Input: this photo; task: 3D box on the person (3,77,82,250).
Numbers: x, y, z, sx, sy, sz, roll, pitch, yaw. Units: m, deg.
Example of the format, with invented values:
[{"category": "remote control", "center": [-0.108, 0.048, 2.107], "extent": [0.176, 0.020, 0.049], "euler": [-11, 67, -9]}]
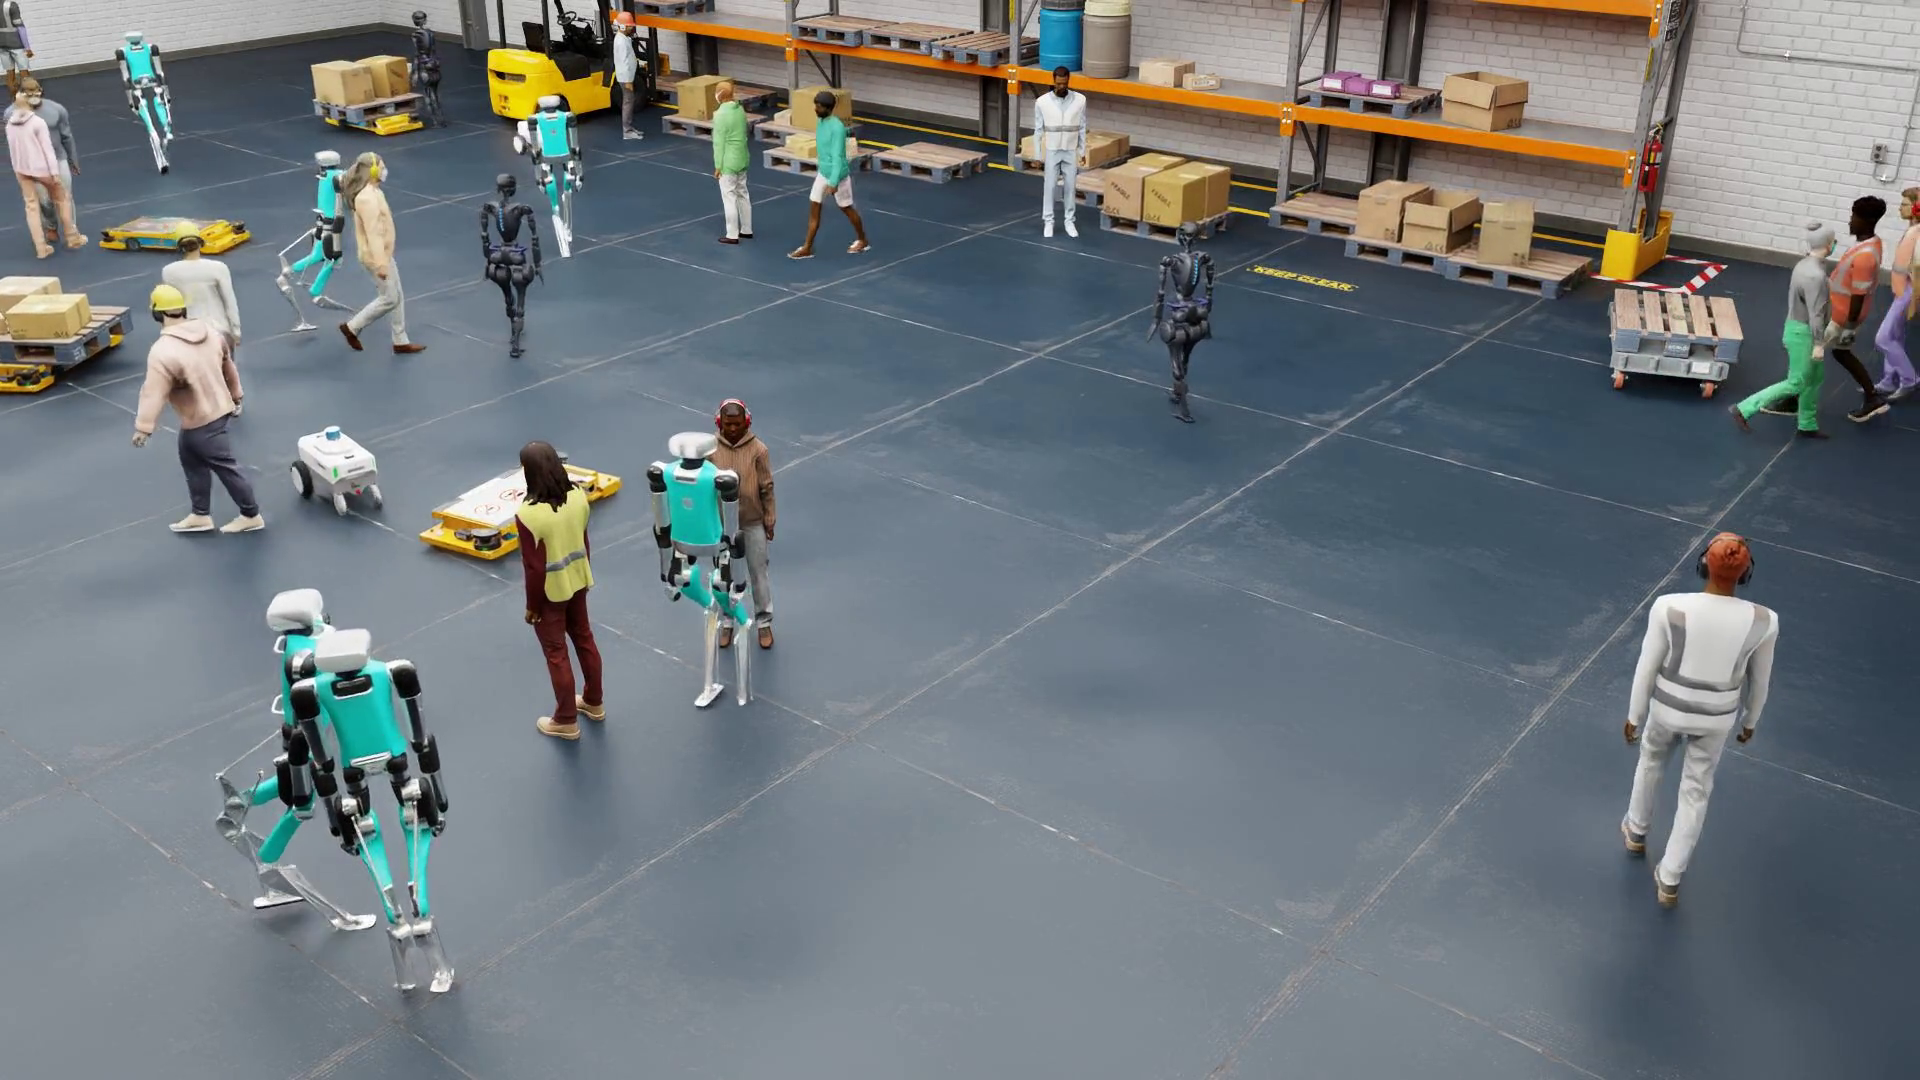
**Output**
[{"category": "person", "center": [-10.005, -4.121, 18.217], "extent": [0.651, 1.905, 0.479], "euler": [-19, 31, -34]}]

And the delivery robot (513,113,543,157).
[{"category": "delivery robot", "center": [-5.713, -5.499, 22.651], "extent": [0.499, 0.613, 0.811], "euler": [-23, 34, -39]}]

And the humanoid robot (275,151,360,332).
[{"category": "humanoid robot", "center": [-6.077, -2.714, 15.512], "extent": [0.998, 1.710, 0.554], "euler": [-19, 32, -34]}]

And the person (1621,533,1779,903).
[{"category": "person", "center": [3.555, 0.806, 8.074], "extent": [0.600, 1.857, 0.812], "euler": [8, 27, 17]}]

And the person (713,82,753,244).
[{"category": "person", "center": [-2.544, -4.199, 18.542], "extent": [0.390, 1.778, 0.534], "euler": [12, 28, 23]}]

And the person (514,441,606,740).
[{"category": "person", "center": [-2.224, 0.283, 9.256], "extent": [0.363, 1.769, 0.478], "euler": [15, 29, 28]}]

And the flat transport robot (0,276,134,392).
[{"category": "flat transport robot", "center": [-8.257, -1.658, 15.004], "extent": [0.659, 0.231, 1.431], "euler": [2, 26, 4]}]

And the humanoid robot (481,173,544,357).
[{"category": "humanoid robot", "center": [-4.101, -2.543, 15.238], "extent": [0.591, 1.632, 0.641], "euler": [4, 26, 9]}]

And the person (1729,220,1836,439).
[{"category": "person", "center": [6.702, -1.653, 13.220], "extent": [0.787, 1.806, 0.526], "euler": [10, 27, 19]}]

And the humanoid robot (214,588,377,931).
[{"category": "humanoid robot", "center": [-3.216, 1.079, 7.673], "extent": [0.839, 1.776, 0.531], "euler": [-5, 26, -10]}]

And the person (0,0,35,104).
[{"category": "person", "center": [-14.148, -7.384, 24.832], "extent": [0.605, 2.038, 0.390], "euler": [6, 26, 11]}]

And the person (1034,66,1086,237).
[{"category": "person", "center": [1.126, -4.382, 18.766], "extent": [0.598, 1.909, 0.400], "euler": [-4, 26, -9]}]

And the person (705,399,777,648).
[{"category": "person", "center": [-1.353, -0.110, 10.215], "extent": [0.463, 1.648, 0.327], "euler": [0, 26, 0]}]

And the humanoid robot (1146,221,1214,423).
[{"category": "humanoid robot", "center": [1.809, -1.841, 13.787], "extent": [0.606, 1.635, 0.675], "euler": [-13, 29, -24]}]

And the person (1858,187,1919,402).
[{"category": "person", "center": [7.999, -2.052, 14.042], "extent": [0.434, 1.819, 0.600], "euler": [11, 28, 22]}]

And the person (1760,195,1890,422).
[{"category": "person", "center": [7.241, -1.871, 13.552], "extent": [0.917, 1.921, 0.614], "euler": [16, 30, 30]}]

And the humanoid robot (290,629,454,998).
[{"category": "humanoid robot", "center": [-2.505, 1.291, 7.229], "extent": [0.572, 1.784, 0.707], "euler": [-8, 27, -15]}]

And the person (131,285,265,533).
[{"category": "person", "center": [-5.361, -0.878, 11.591], "extent": [0.737, 1.825, 0.756], "euler": [-1, 26, -3]}]

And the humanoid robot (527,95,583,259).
[{"category": "humanoid robot", "center": [-4.439, -4.053, 18.322], "extent": [0.533, 1.781, 1.010], "euler": [-7, 27, -15]}]

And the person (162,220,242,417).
[{"category": "person", "center": [-6.090, -1.705, 13.435], "extent": [0.533, 1.714, 0.855], "euler": [-8, 27, -15]}]

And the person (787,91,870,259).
[{"category": "person", "center": [-1.398, -3.946, 17.995], "extent": [0.990, 1.789, 0.511], "euler": [-18, 31, -33]}]

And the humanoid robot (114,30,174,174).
[{"category": "humanoid robot", "center": [-10.499, -5.636, 21.634], "extent": [0.549, 1.839, 0.867], "euler": [-16, 30, -30]}]

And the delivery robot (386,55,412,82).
[{"category": "delivery robot", "center": [-9.198, -7.457, 26.704], "extent": [0.782, 0.611, 0.524], "euler": [-4, 26, -9]}]

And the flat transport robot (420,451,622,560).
[{"category": "flat transport robot", "center": [-3.180, -0.262, 12.112], "extent": [0.659, 0.231, 1.431], "euler": [13, 29, 25]}]

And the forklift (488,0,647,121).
[{"category": "forklift", "center": [-5.874, -7.334, 24.552], "extent": [1.214, 2.155, 2.313], "euler": [19, 32, 34]}]

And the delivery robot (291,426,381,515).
[{"category": "delivery robot", "center": [-4.626, -0.555, 12.378], "extent": [0.499, 0.583, 0.765], "euler": [-21, 33, -36]}]

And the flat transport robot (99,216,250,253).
[{"category": "flat transport robot", "center": [-8.805, -3.416, 18.645], "extent": [1.431, 0.231, 0.659], "euler": [4, 26, 8]}]

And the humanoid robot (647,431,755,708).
[{"category": "humanoid robot", "center": [-1.407, 0.152, 9.565], "extent": [0.532, 1.793, 0.673], "euler": [7, 27, 14]}]

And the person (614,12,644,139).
[{"category": "person", "center": [-4.672, -6.537, 23.418], "extent": [0.347, 1.739, 0.571], "euler": [-5, 26, -10]}]

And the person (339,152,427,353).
[{"category": "person", "center": [-5.321, -2.567, 15.062], "extent": [0.647, 1.855, 0.576], "euler": [-6, 26, -12]}]

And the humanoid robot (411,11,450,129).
[{"category": "humanoid robot", "center": [-7.667, -6.774, 23.997], "extent": [0.378, 1.641, 0.593], "euler": [5, 26, 11]}]

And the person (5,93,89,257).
[{"category": "person", "center": [-10.046, -4.025, 18.191], "extent": [0.558, 1.750, 0.756], "euler": [2, 26, 5]}]

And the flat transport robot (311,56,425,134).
[{"category": "flat transport robot", "center": [-8.581, -6.148, 24.302], "extent": [1.431, 0.231, 0.659], "euler": [18, 31, 33]}]
